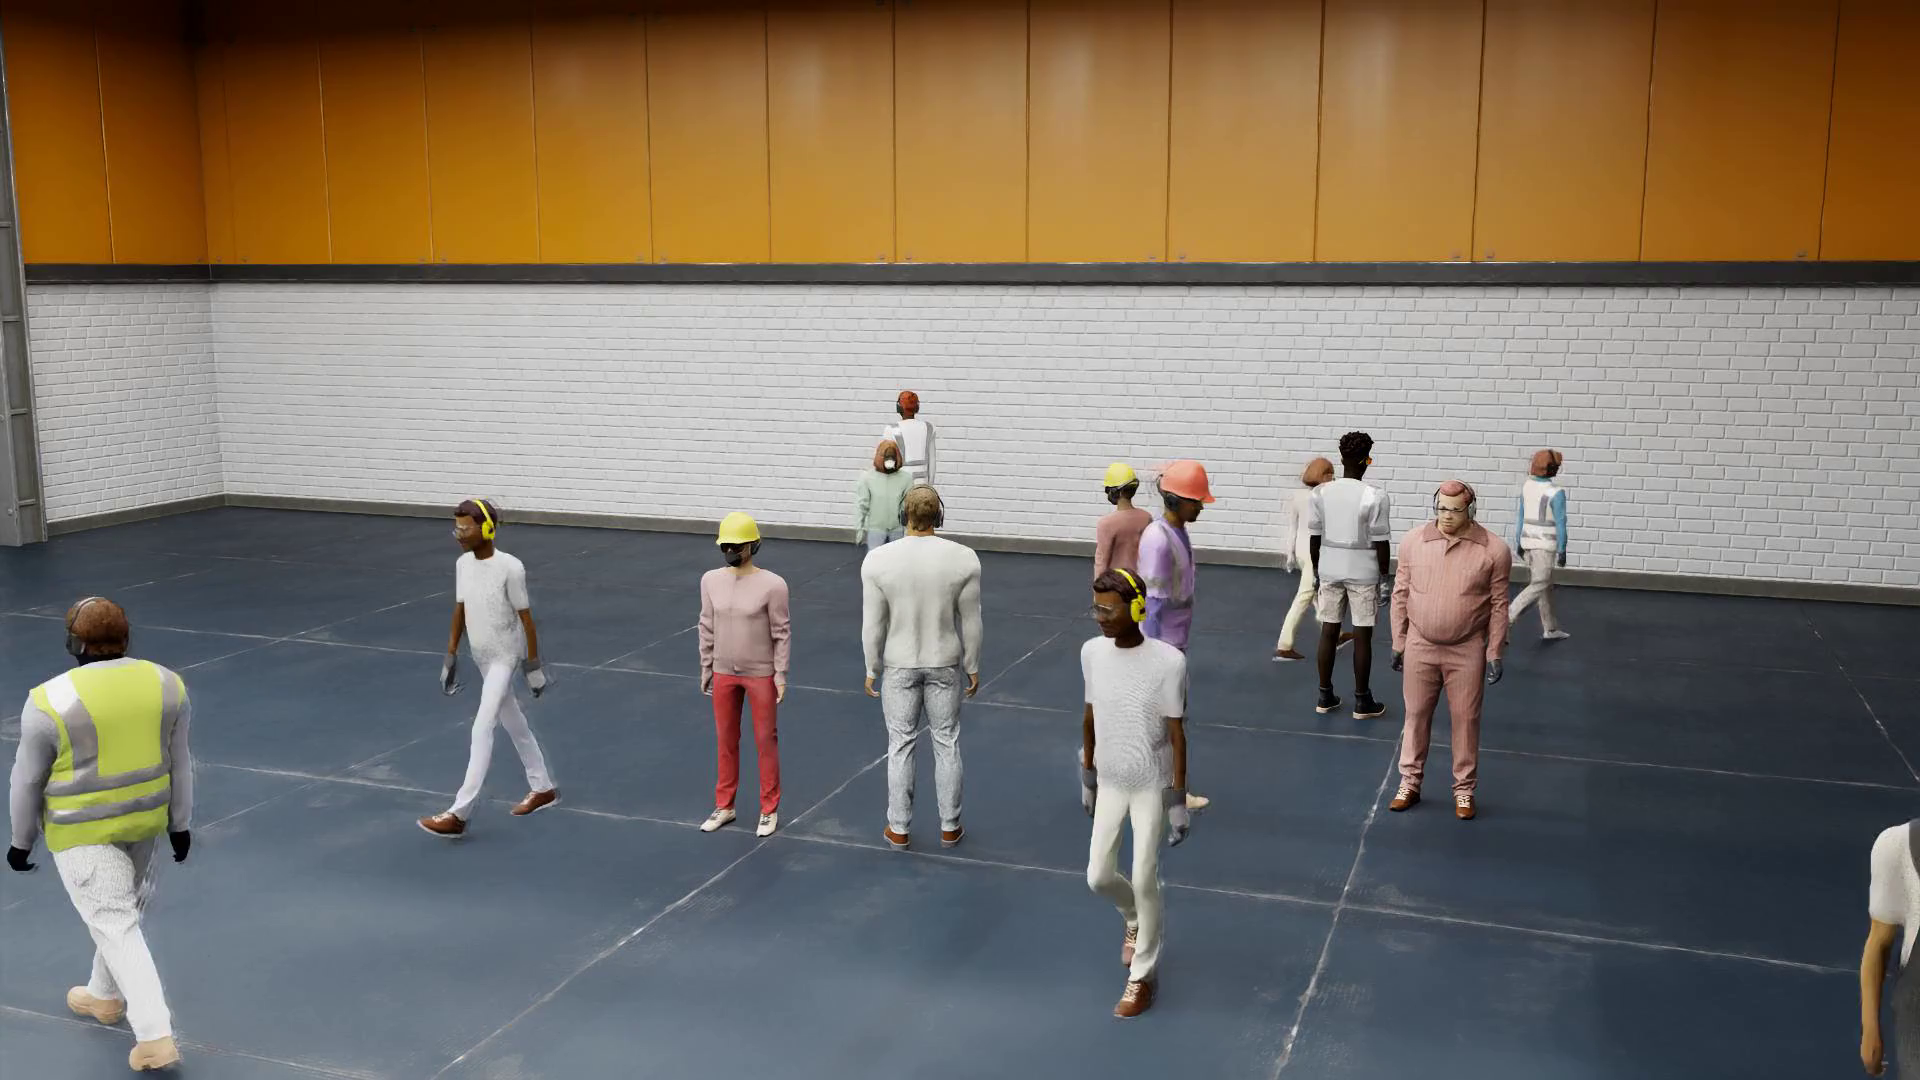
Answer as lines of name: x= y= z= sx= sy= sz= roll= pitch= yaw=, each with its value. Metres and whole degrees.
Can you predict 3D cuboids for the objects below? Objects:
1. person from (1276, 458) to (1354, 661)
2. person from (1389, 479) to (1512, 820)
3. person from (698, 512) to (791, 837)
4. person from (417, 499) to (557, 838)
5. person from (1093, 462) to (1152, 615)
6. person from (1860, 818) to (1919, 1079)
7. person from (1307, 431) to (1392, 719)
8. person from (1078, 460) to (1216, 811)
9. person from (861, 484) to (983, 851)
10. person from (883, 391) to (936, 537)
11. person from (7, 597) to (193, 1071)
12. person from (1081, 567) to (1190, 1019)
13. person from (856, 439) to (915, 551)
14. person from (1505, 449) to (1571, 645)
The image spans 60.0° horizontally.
person: x=2.834 y=0.147 z=13.077 sx=0.880 sy=1.582 sz=0.507 roll=-4 pitch=10 yaw=-23
person: x=2.709 y=0.602 z=9.269 sx=0.639 sy=1.902 sz=0.407 roll=4 pitch=10 yaw=24
person: x=-1.164 y=0.720 z=8.949 sx=0.526 sy=1.769 sz=0.330 roll=3 pitch=10 yaw=17
person: x=-2.592 y=0.684 z=9.029 sx=0.498 sy=1.810 sz=0.984 roll=7 pitch=12 yaw=39
person: x=1.095 y=0.354 z=11.265 sx=0.521 sy=1.756 sz=0.359 roll=-9 pitch=13 yaw=-43
person: x=2.803 y=1.404 z=4.607 sx=0.539 sy=1.793 sz=0.960 roll=3 pitch=10 yaw=16
person: x=2.663 y=0.234 z=11.346 sx=0.603 sy=1.966 sz=0.368 roll=7 pitch=12 yaw=38
person: x=1.076 y=0.540 z=9.305 sx=0.680 sy=2.018 sz=0.675 roll=3 pitch=10 yaw=20
person: x=-0.198 y=0.669 z=8.732 sx=0.636 sy=1.939 sz=0.363 roll=-1 pitch=9 yaw=-6
person: x=-0.501 y=-0.521 z=16.295 sx=0.576 sy=1.882 sz=0.355 roll=-5 pitch=11 yaw=-30
person: x=-3.297 y=1.109 z=6.447 sx=0.953 sy=1.802 sz=0.619 roll=5 pitch=11 yaw=30
person: x=0.746 y=1.014 z=6.890 sx=0.548 sy=1.848 sz=0.499 roll=6 pitch=11 yaw=31
person: x=-0.626 y=-0.056 z=14.216 sx=0.498 sy=1.616 sz=0.346 roll=-3 pitch=10 yaw=-19
person: x=4.690 y=0.057 z=13.547 sx=0.779 sy=1.608 sz=0.526 roll=-3 pitch=10 yaw=-17
